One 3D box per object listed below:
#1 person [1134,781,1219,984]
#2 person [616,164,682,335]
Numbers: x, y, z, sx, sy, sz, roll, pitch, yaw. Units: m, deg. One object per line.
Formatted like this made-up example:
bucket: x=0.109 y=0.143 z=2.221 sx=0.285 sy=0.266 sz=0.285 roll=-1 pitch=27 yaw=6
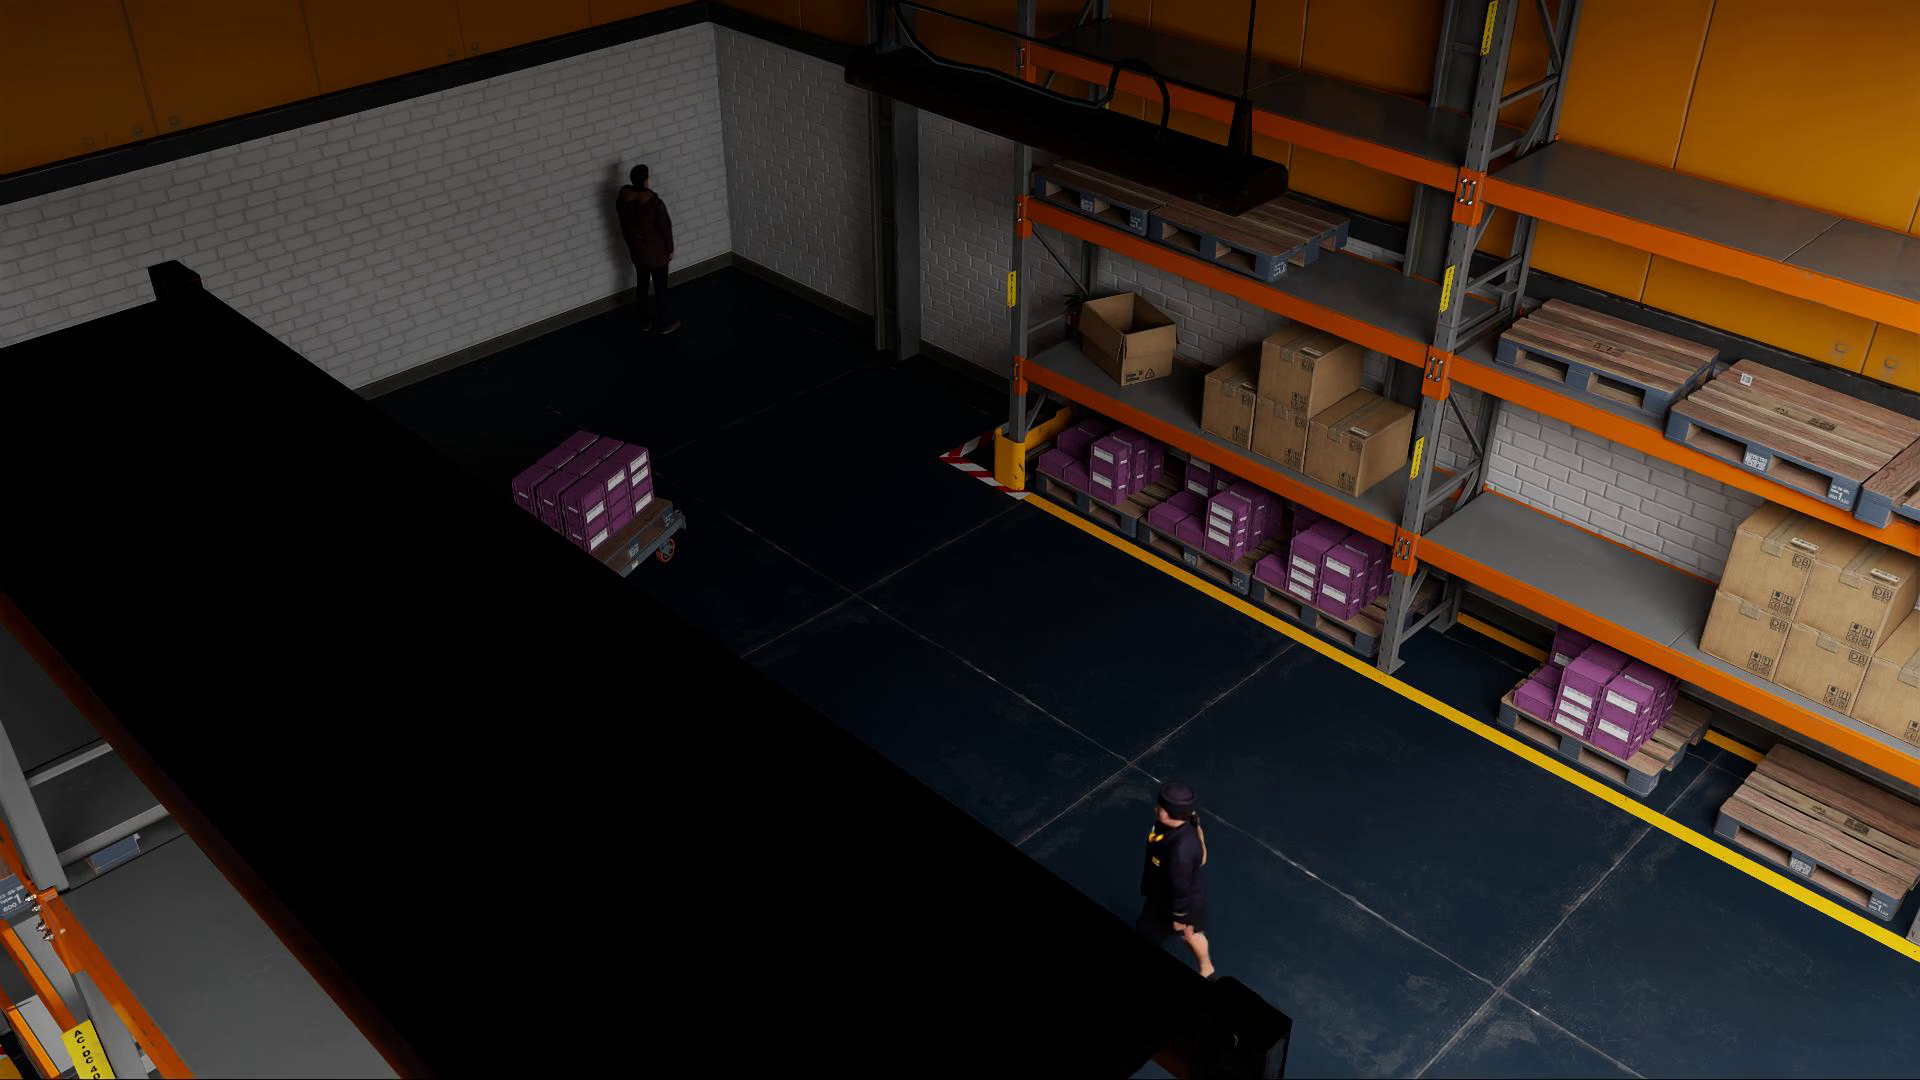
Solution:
person: x=1.353 y=2.137 z=9.913 sx=1.179 sy=1.628 sz=1.091 roll=3 pitch=34 yaw=4
person: x=-3.287 y=-3.070 z=17.547 sx=0.791 sy=1.847 sz=0.924 roll=12 pitch=35 yaw=17
